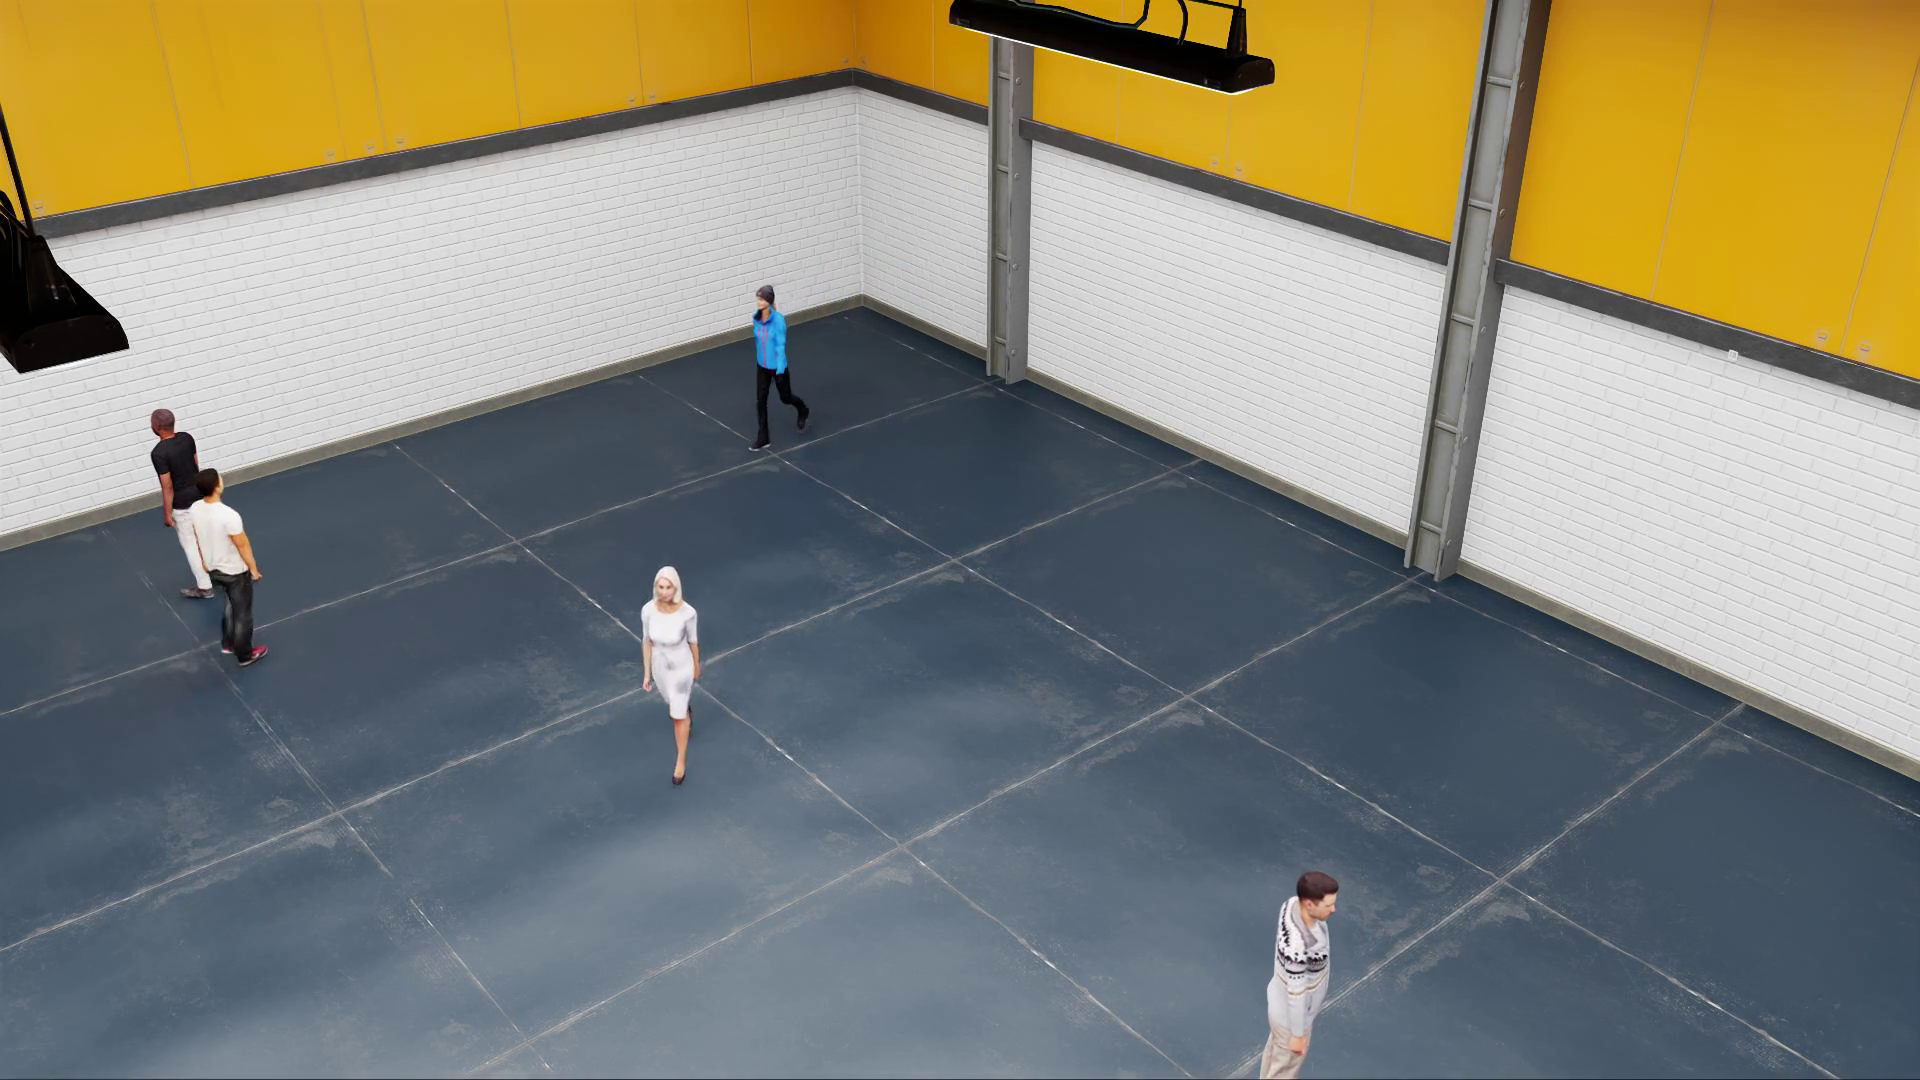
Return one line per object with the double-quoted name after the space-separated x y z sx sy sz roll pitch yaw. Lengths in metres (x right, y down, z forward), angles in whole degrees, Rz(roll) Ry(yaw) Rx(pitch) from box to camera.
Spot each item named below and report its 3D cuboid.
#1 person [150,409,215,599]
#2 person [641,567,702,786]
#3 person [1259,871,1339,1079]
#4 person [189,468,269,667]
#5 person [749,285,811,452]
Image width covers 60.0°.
-6.885 -0.336 14.797 0.782 1.804 0.758 7 29 12 "person"
-2.166 0.929 12.568 1.045 1.716 1.071 4 29 8 "person"
1.864 2.606 9.344 0.804 1.860 0.764 5 29 9 "person"
-6.103 0.265 13.707 0.734 1.792 0.833 11 31 20 "person"
-1.904 -1.834 17.585 1.128 1.762 0.861 19 34 31 "person"
